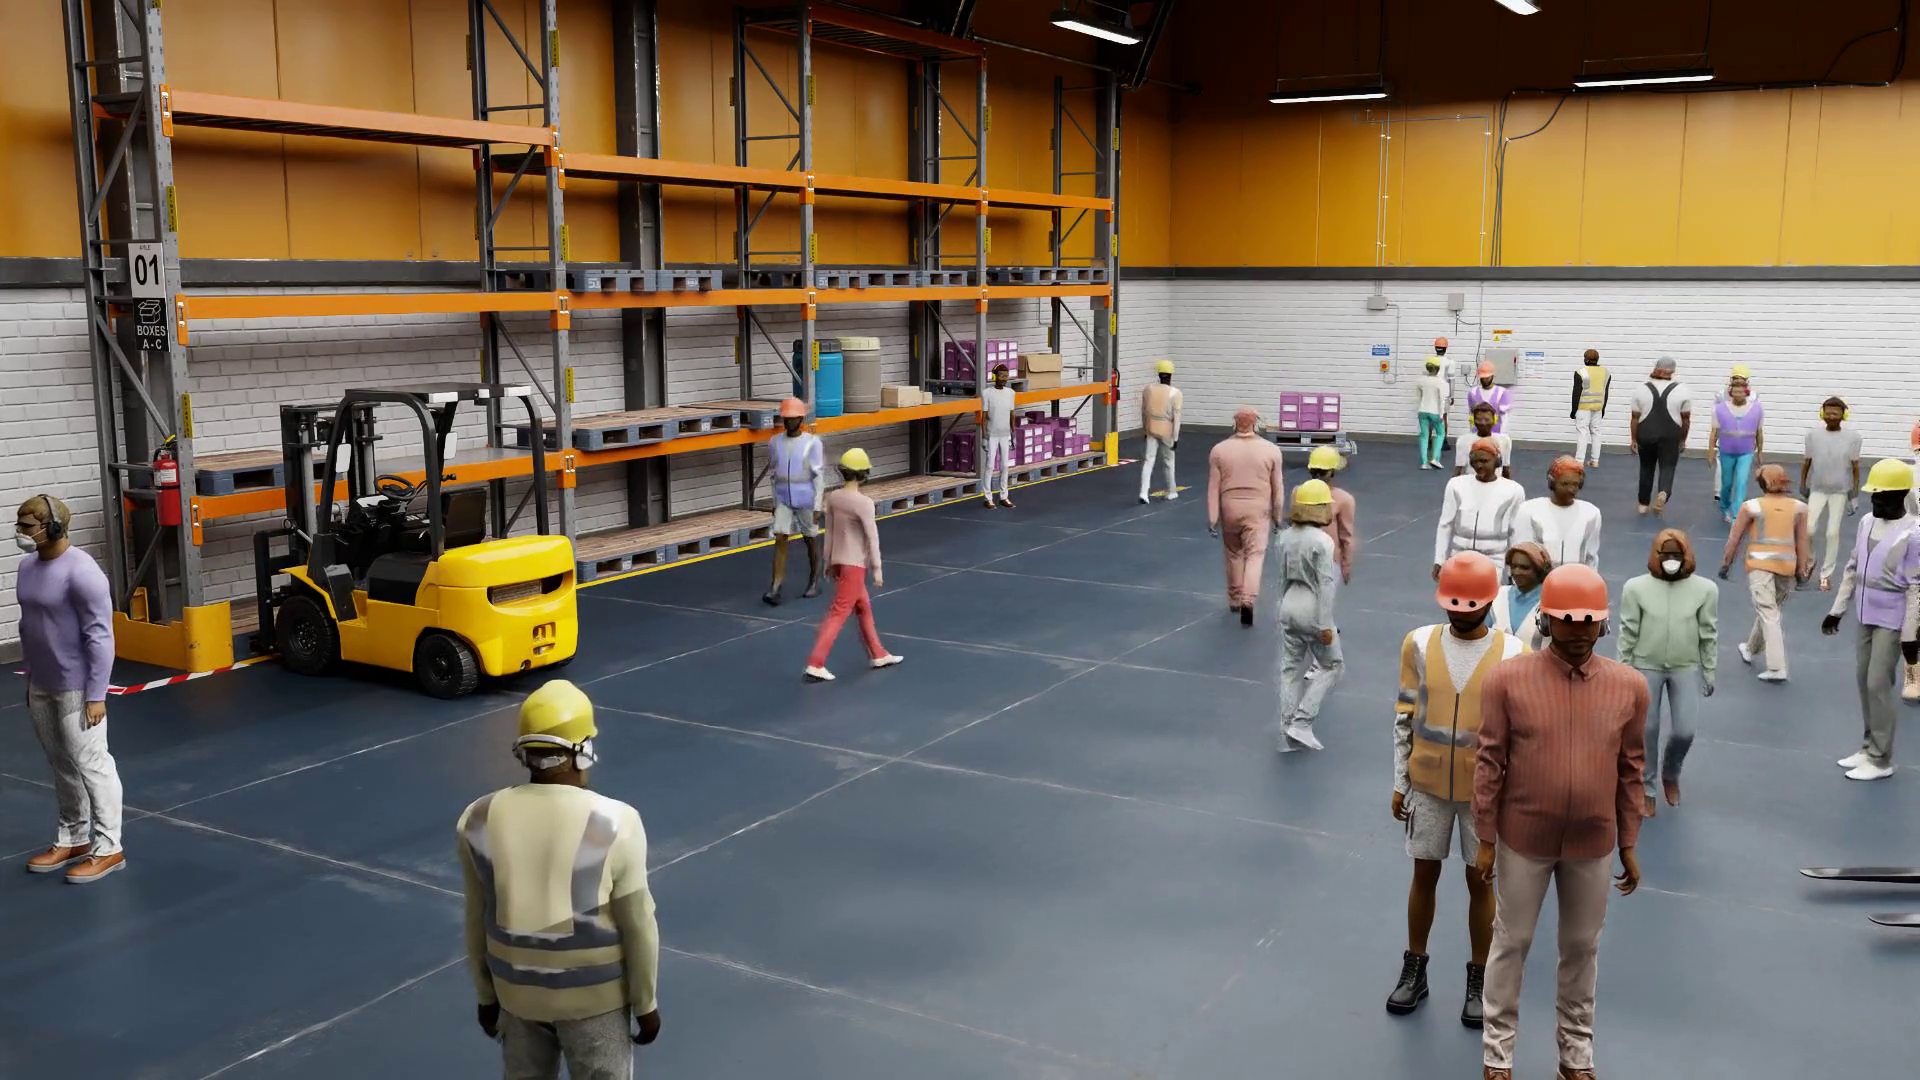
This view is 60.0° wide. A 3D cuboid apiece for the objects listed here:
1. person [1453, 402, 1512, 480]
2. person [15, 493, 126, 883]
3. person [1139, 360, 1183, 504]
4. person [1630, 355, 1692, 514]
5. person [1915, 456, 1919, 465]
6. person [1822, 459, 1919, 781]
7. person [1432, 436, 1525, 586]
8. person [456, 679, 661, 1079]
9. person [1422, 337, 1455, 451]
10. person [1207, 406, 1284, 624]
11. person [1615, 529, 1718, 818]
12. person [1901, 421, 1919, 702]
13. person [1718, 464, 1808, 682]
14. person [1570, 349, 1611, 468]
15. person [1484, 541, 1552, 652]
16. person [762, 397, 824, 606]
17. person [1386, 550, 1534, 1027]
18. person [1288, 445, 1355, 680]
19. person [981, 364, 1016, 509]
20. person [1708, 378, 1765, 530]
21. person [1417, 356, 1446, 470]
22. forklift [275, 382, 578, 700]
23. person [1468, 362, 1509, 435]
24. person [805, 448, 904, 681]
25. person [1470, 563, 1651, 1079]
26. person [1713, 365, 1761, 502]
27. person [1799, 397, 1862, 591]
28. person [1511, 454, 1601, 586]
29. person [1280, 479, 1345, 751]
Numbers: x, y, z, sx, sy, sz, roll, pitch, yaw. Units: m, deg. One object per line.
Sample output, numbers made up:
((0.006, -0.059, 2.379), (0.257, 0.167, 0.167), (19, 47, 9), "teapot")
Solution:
((4.770, -0.339, 15.225), (0.553, 1.829, 0.897), (3, 10, 17), "person")
((-4.432, 0.728, 8.252), (0.631, 1.938, 0.362), (6, 11, 32), "person")
((2.623, -1.415, 21.835), (0.606, 1.884, 0.998), (5, 10, 27), "person")
((8.676, -1.307, 20.631), (0.697, 2.000, 0.802), (5, 10, 28), "person")
((8.101, -0.102, 13.722), (0.711, 1.853, 1.023), (6, 11, 35), "person")
((5.489, 0.466, 9.930), (0.413, 1.919, 0.604), (0, 9, -3), "person")
((3.821, 0.156, 12.188), (0.588, 1.852, 0.939), (6, 11, 33), "person")
((-1.173, 1.319, 4.941), (0.598, 1.824, 0.403), (2, 9, 13), "person")
((8.157, -2.491, 28.346), (0.548, 1.937, 0.379), (5, 10, 29), "person")
((2.476, -0.232, 14.469), (0.643, 1.871, 0.932), (3, 10, 17), "person")
((3.888, 0.739, 9.173), (0.523, 1.618, 0.343), (3, 10, 19), "person")
((6.789, 0.164, 11.540), (0.649, 2.008, 0.556), (5, 10, 28), "person")
((6.026, 0.226, 12.452), (0.535, 1.579, 0.887), (0, 9, 0), "person")
((9.750, -2.038, 25.820), (0.626, 1.844, 0.429), (-3, 9, -16), "person")
((2.927, 0.812, 8.665), (0.310, 1.637, 0.522), (-9, 12, -43), "person")
((-1.506, -0.354, 15.140), (0.561, 1.890, 0.994), (3, 9, 16), "person")
((1.998, 0.987, 6.669), (0.543, 1.928, 0.372), (5, 10, 27), "person")
((2.726, 0.144, 12.463), (0.527, 1.744, 0.574), (8, 12, 41), "person")
((0.494, -1.324, 21.313), (0.513, 1.861, 0.327), (-5, 10, -29), "person")
((9.220, -1.042, 19.760), (0.590, 1.800, 0.881), (4, 10, 24), "person")
((7.225, -1.940, 25.495), (0.527, 1.750, 0.463), (9, 13, 43), "person")
((-3.974, -0.067, 12.417), (2.313, 2.155, 1.214), (5, 11, 30), "forklift")
((6.925, -1.406, 21.809), (0.549, 1.882, 1.046), (4, 10, 25), "person")
((-0.807, 0.174, 12.383), (0.930, 1.720, 0.537), (-7, 11, -36), "person")
((2.147, 1.064, 5.977), (0.609, 1.995, 0.375), (0, 9, 3), "person")
((10.164, -1.382, 21.797), (0.586, 1.824, 0.404), (6, 11, 35), "person")
((8.250, -0.434, 15.782), (0.523, 1.855, 0.384), (5, 11, 30), "person")
((3.843, 0.374, 10.763), (0.593, 1.874, 0.607), (0, 9, 1), "person")
((2.188, 0.481, 10.417), (0.374, 1.727, 0.509), (-5, 10, -28), "person")
